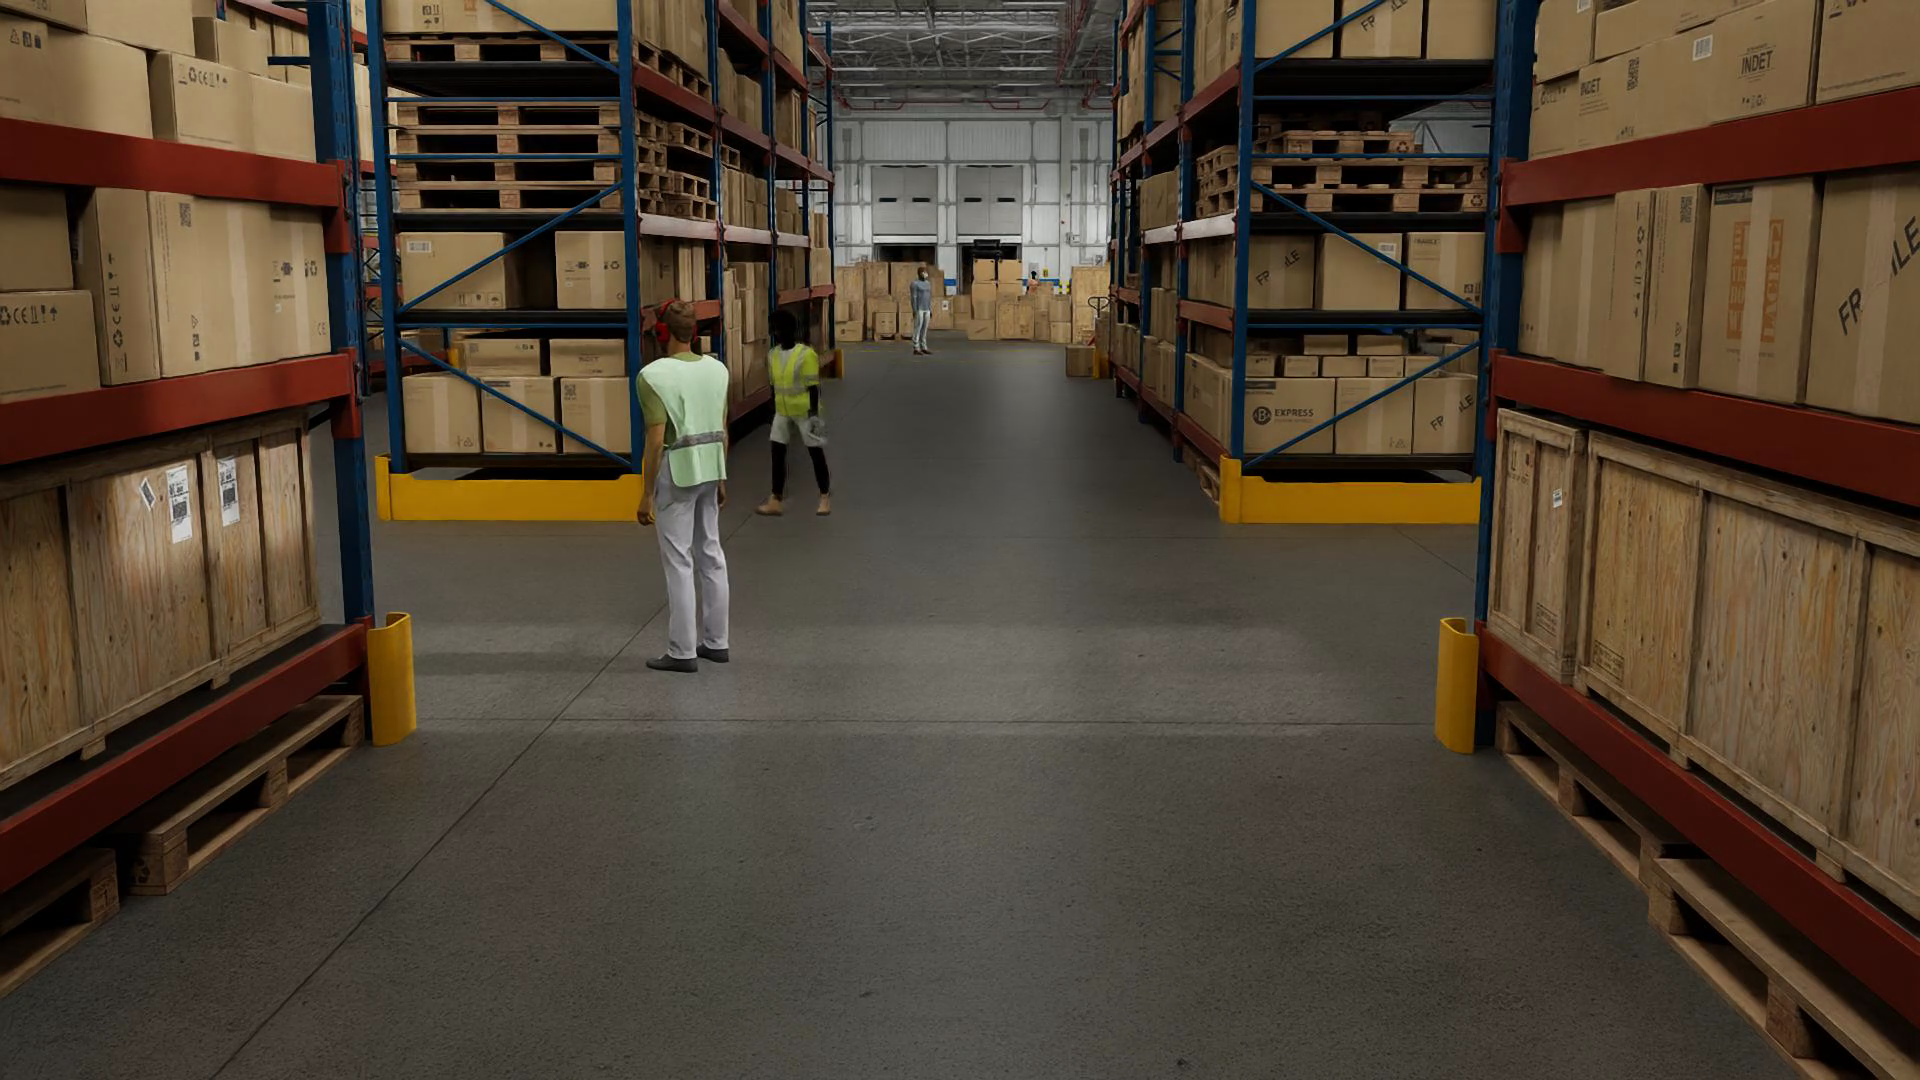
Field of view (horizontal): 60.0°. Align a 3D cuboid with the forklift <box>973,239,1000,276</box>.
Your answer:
[{"bbox_3d":[0.932,-9.093,58.027,1.129,2.768,1.873,0,9,1],"label":"forklift"}]

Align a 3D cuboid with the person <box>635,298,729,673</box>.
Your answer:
[{"bbox_3d":[-1.350,-0.264,8.235,0.377,1.844,0.567,7,12,35],"label":"person"}]

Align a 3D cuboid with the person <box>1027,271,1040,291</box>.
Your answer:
[{"bbox_3d":[2.843,-9.597,64.603,0.532,1.692,0.320,-2,10,-10],"label":"person"}]

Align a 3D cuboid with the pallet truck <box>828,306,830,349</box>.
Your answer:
[{"bbox_3d":[-3.100,-3.940,29.800,1.885,1.965,0.823,3,10,19],"label":"pallet truck"}]

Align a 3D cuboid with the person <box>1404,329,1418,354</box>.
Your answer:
[{"bbox_3d":[8.775,-4.389,32.726,0.575,1.913,0.603,-4,10,-24],"label":"person"}]

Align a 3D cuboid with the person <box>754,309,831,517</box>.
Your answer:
[{"bbox_3d":[-1.305,-0.997,13.210,0.538,1.653,0.611,6,11,33],"label":"person"}]

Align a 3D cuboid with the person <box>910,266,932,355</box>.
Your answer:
[{"bbox_3d":[-0.835,-5.026,36.488,0.373,1.940,0.630,7,12,37],"label":"person"}]

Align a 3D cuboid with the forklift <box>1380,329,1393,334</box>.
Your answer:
[{"bbox_3d":[7.556,-4.538,30.745,1.873,2.768,1.129,-9,13,-43],"label":"forklift"}]
